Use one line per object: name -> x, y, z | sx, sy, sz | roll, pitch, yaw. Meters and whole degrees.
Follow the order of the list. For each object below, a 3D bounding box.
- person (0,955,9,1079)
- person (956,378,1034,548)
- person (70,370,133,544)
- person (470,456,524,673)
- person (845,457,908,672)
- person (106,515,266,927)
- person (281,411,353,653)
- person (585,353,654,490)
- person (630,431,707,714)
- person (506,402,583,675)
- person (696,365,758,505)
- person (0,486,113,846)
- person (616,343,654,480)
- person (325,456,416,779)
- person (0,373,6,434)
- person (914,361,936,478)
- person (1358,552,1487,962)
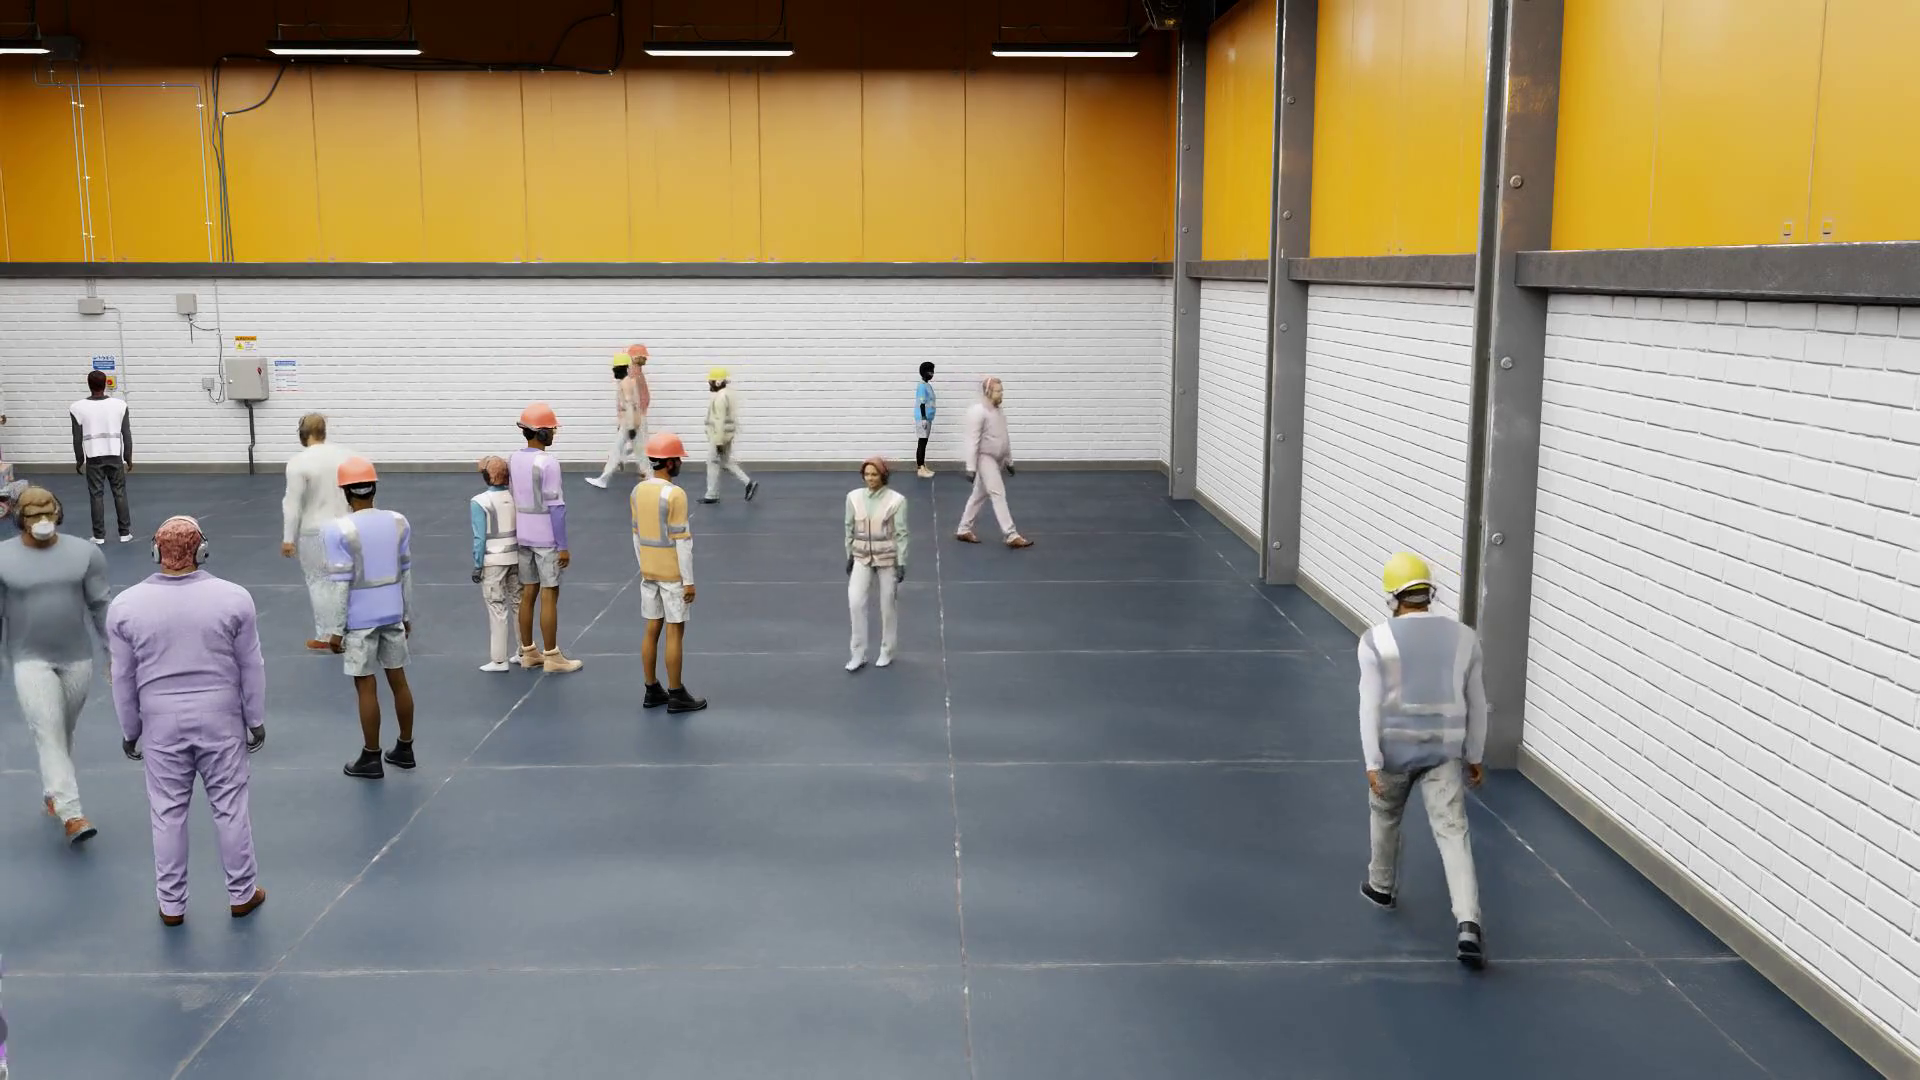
person -> -2.364, 1.501, 3.685 | 0.557, 1.881, 1.014 | -8, 12, -40
person -> 0.354, -0.847, 18.188 | 0.991, 1.853, 0.666 | 4, 10, 25
person -> -9.480, -0.915, 18.411 | 0.593, 1.919, 0.392 | -6, 11, -33
person -> -3.462, 0.181, 12.537 | 0.315, 1.640, 0.515 | 6, 11, 32
person -> -0.660, 0.192, 12.510 | 0.546, 1.613, 0.649 | 3, 10, 19
person -> -3.556, 0.835, 7.719 | 0.645, 1.908, 0.408 | -3, 10, -20
person -> -5.013, -0.058, 13.151 | 0.477, 1.920, 0.652 | 4, 10, 21
person -> -4.644, -1.609, 22.782 | 0.987, 1.873, 0.622 | -1, 9, -5
person -> -2.003, 0.218, 11.402 | 0.545, 1.938, 0.362 | 8, 12, 40
person -> -3.134, -0.010, 12.476 | 0.605, 2.045, 0.376 | 8, 12, 39
person -> -3.013, -1.336, 21.304 | 0.717, 1.813, 0.598 | 1, 9, 7
person -> -4.826, 0.653, 8.888 | 0.651, 1.882, 1.003 | -9, 13, -44
person -> -4.664, -1.839, 23.876 | 0.672, 1.979, 0.634 | -1, 9, -5
person -> -3.537, 0.461, 9.940 | 0.385, 1.929, 0.547 | 7, 11, 35
person -> -13.872, -1.806, 23.556 | 0.614, 2.029, 0.407 | -8, 12, -40
person -> -0.508, -1.757, 24.261 | 0.319, 1.692, 0.533 | 1, 9, 5
person -> 2.109, 0.953, 7.497 | 0.608, 1.761, 1.031 | -1, 9, -4
